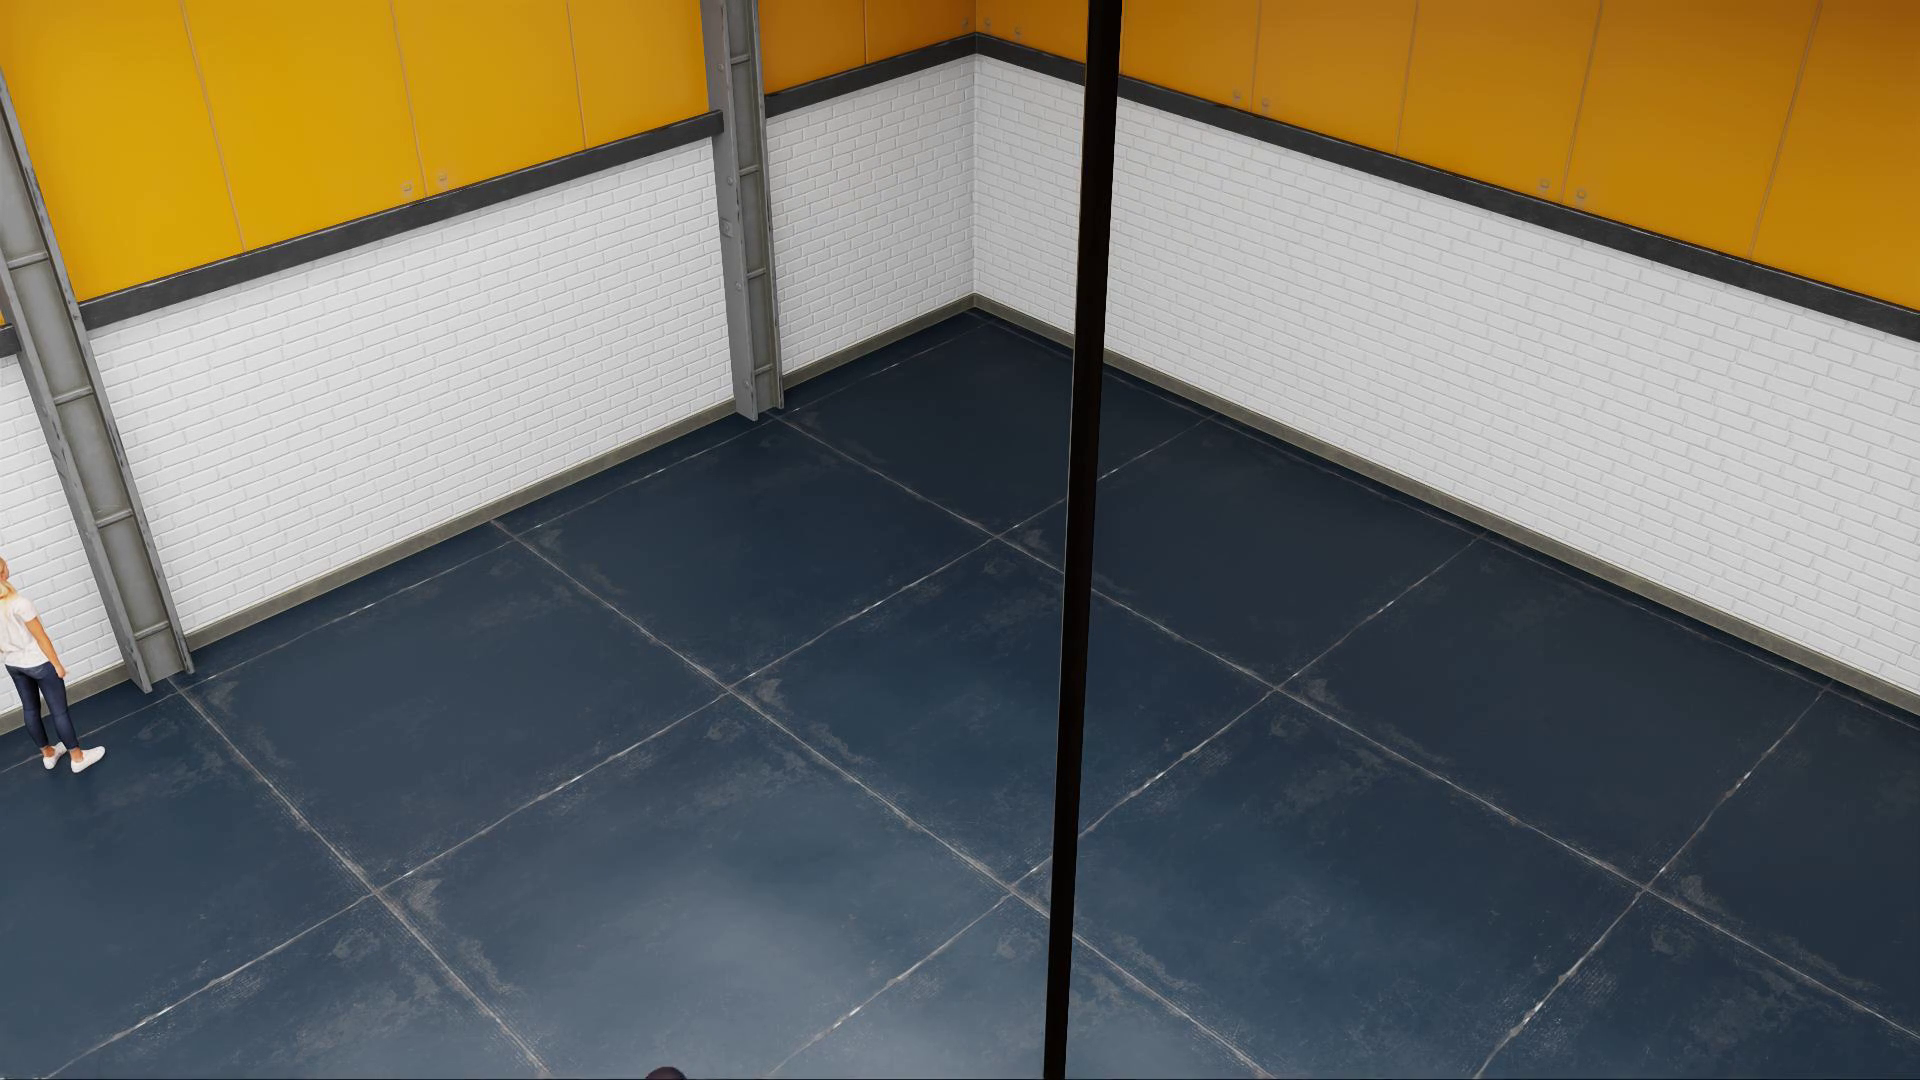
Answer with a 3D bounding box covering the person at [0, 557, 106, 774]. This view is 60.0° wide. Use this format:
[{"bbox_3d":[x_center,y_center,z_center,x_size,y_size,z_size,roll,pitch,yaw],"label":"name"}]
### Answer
[{"bbox_3d":[-6.498,0.869,11.617,0.665,1.809,0.676,7,34,11],"label":"person"}]
